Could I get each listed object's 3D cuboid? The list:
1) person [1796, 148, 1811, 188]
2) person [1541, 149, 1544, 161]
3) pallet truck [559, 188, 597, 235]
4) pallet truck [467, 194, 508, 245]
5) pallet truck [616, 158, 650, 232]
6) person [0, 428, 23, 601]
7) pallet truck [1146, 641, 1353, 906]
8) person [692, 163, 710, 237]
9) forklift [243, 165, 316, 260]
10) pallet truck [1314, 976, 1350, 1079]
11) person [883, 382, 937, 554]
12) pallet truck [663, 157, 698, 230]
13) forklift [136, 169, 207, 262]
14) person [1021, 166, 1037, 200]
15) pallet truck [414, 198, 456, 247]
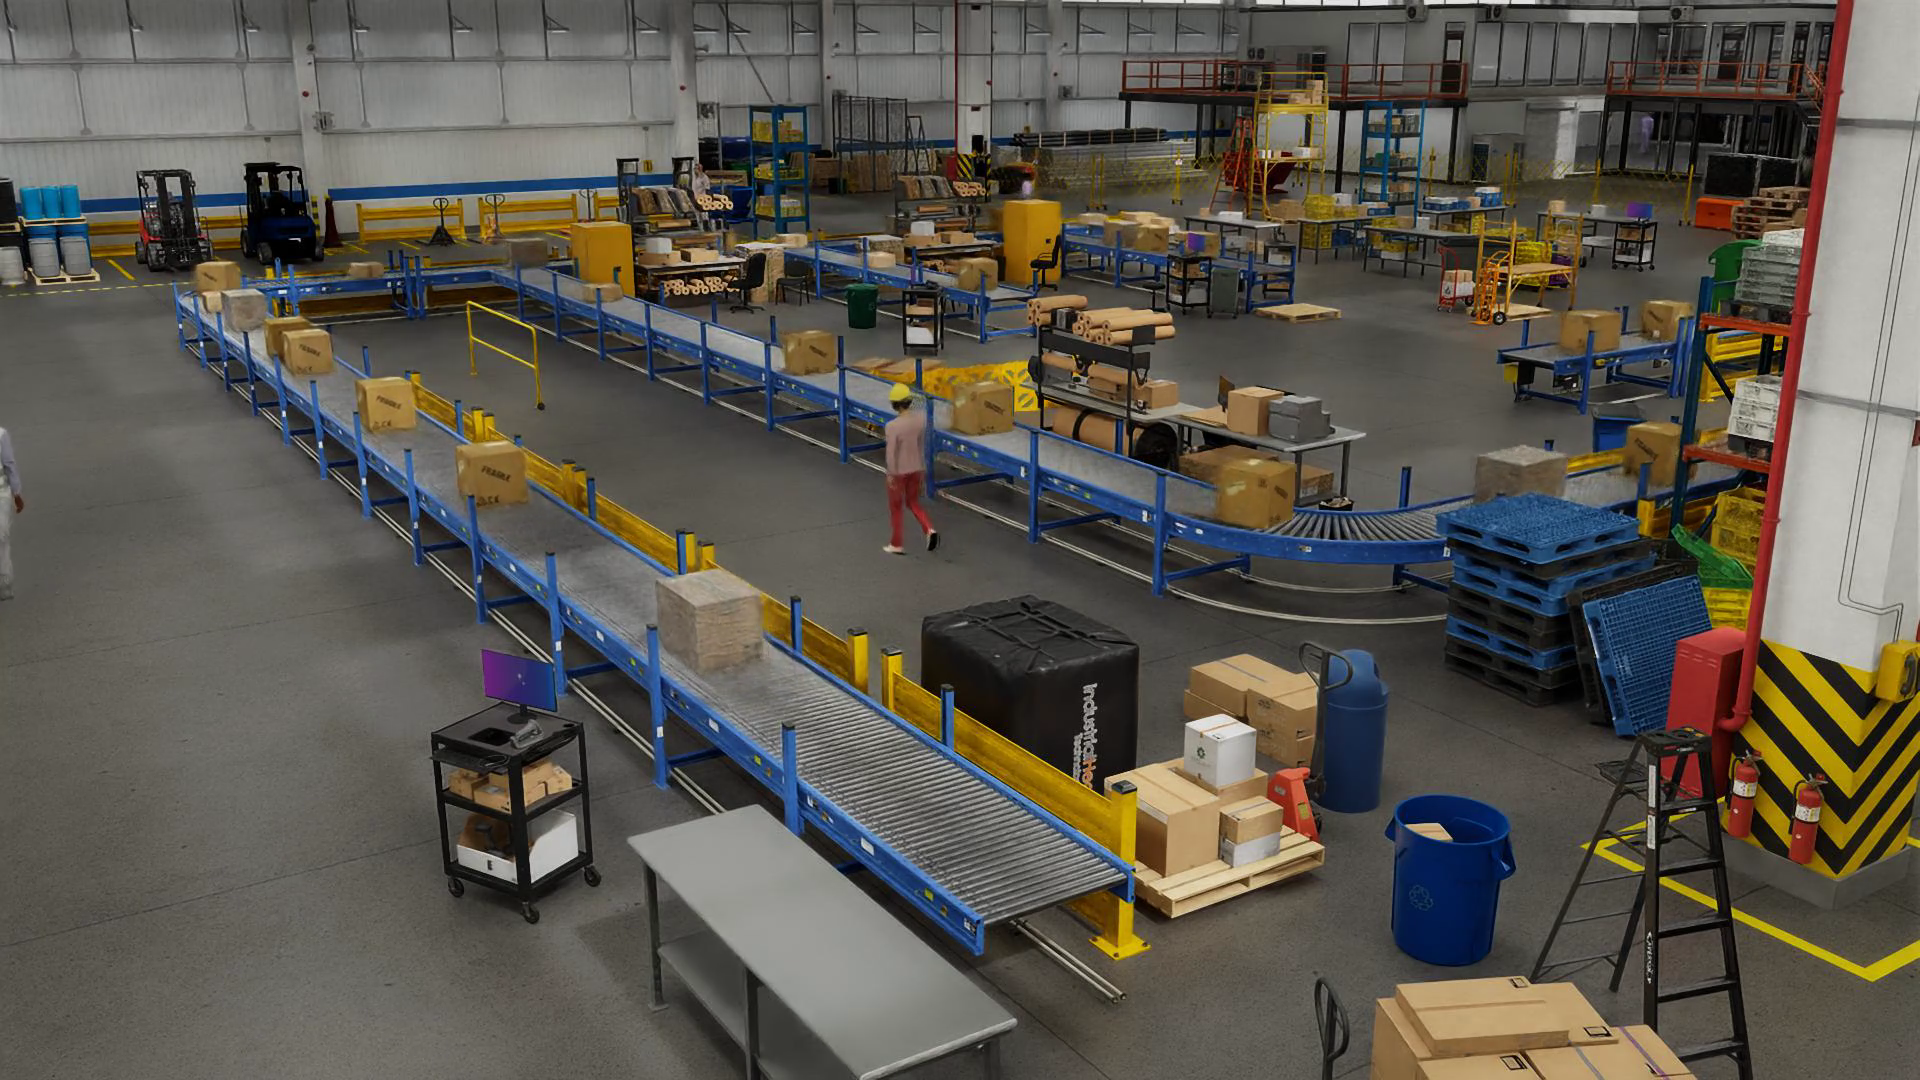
[{"bbox_3d":[25.941,-11.110,51.009,0.851,1.823,0.521,7,18,23],"label":"person"},{"bbox_3d":[21.821,-14.477,62.521,0.495,1.624,0.283,10,19,29],"label":"person"},{"bbox_3d":[-10.010,-8.652,43.699,0.653,1.274,1.630,-10,20,-31],"label":"pallet truck"},{"bbox_3d":[-11.983,-8.177,42.137,0.704,1.261,1.522,-11,20,-33],"label":"pallet truck"},{"bbox_3d":[-8.918,-9.176,44.255,0.823,1.965,1.885,-9,19,-27],"label":"pallet truck"},{"bbox_3d":[-8.896,-0.373,15.079,0.639,1.922,0.664,-4,17,-14],"label":"person"},{"bbox_3d":[1.664,1.407,10.232,1.630,1.274,0.653,-10,20,-31],"label":"pallet truck"},{"bbox_3d":[-6.756,-8.801,43.161,0.406,1.906,0.654,-14,22,-40],"label":"person"},{"bbox_3d":[-15.898,-7.669,38.708,1.157,1.987,2.680,-11,20,-33],"label":"forklift"},{"bbox_3d":[2.299,2.390,7.086,1.601,1.201,0.680,-2,17,-7],"label":"pallet truck"},{"bbox_3d":[-0.521,-0.682,16.396,0.538,1.753,0.559,-15,23,-41],"label":"person"},{"bbox_3d":[-7.586,-9.308,44.692,0.823,1.965,1.885,-11,20,-33],"label":"pallet truck"},{"bbox_3d":[-17.842,-7.318,37.559,1.157,1.987,2.680,-10,20,-31],"label":"forklift"},{"bbox_3d":[1.614,-8.236,41.122,1.002,2.006,0.623,0,17,-1],"label":"person"},{"bbox_3d":[-13.250,-8.060,41.856,0.680,1.201,1.601,-10,20,-31],"label":"pallet truck"}]
